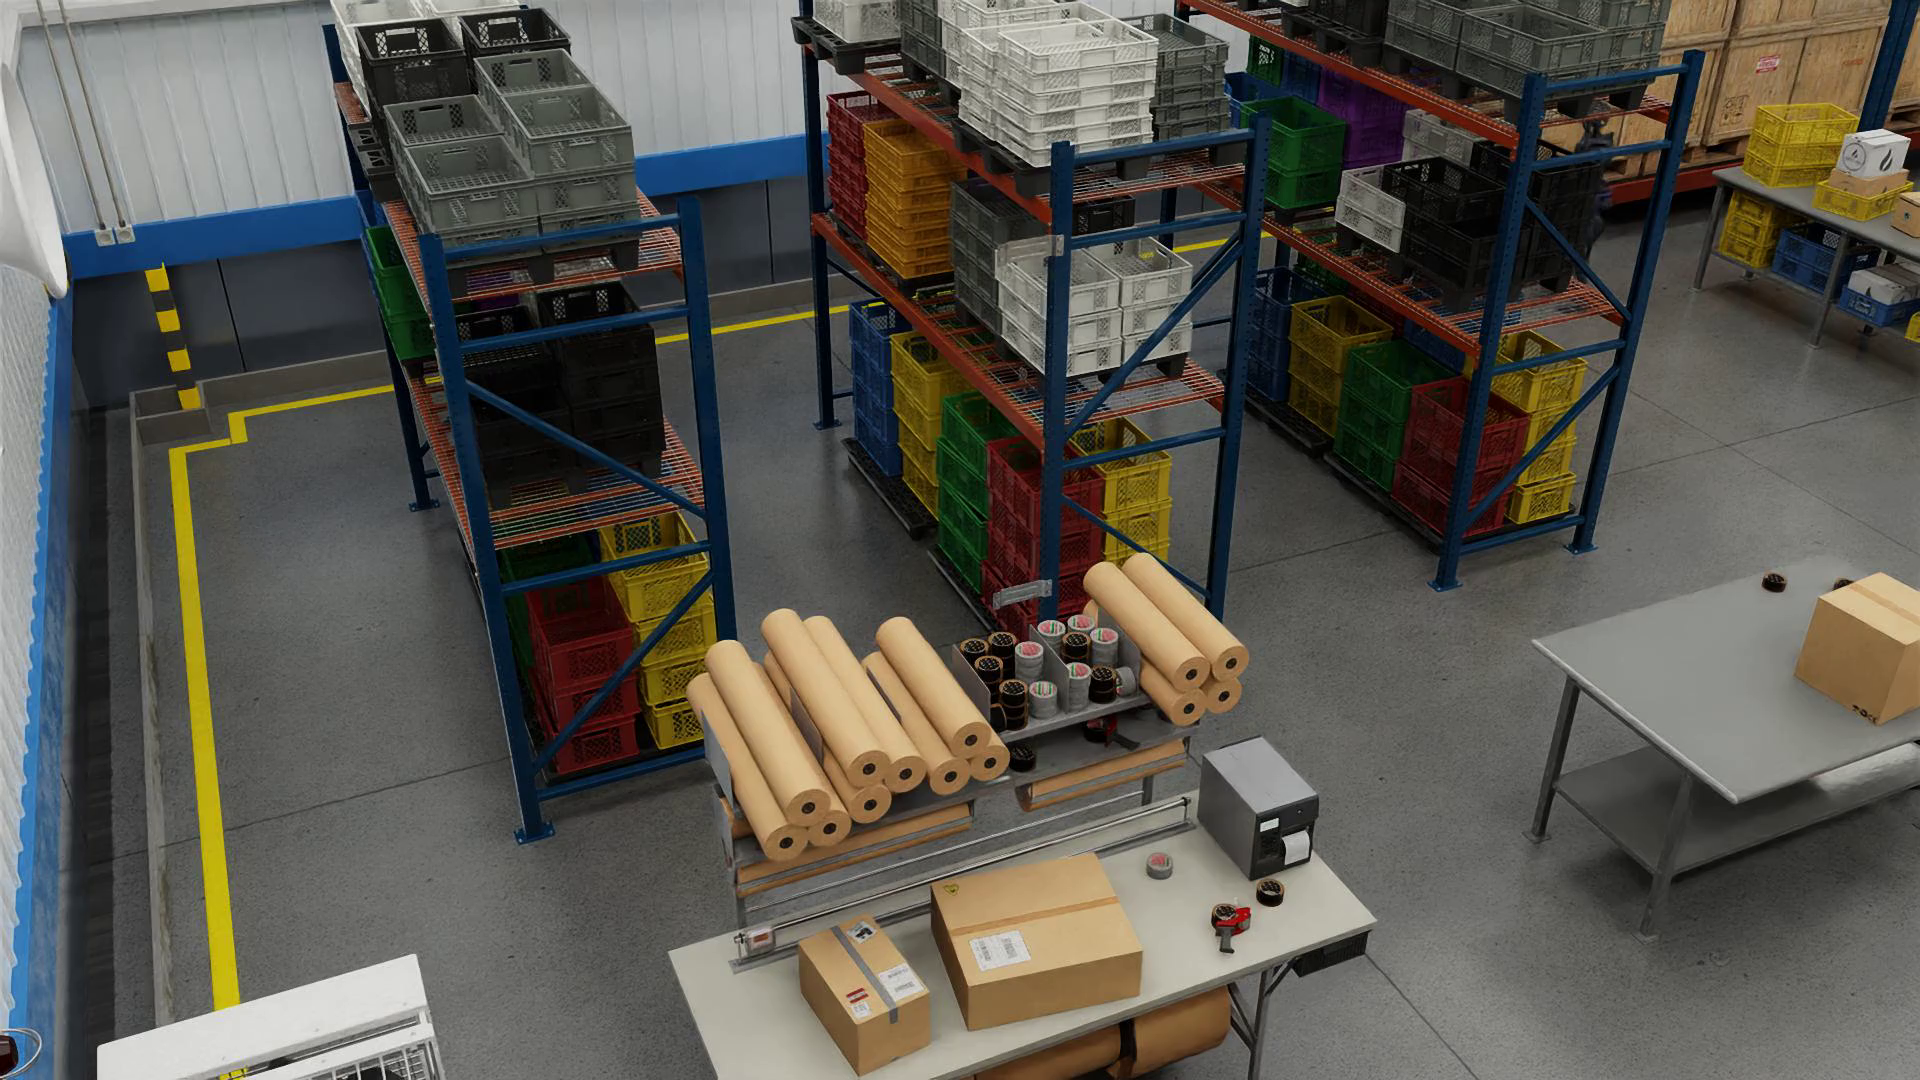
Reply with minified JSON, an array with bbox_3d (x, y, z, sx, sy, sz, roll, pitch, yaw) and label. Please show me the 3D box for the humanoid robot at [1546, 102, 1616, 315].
[{"bbox_3d":[4.807,-2.529,12.742,0.348,1.645,0.669,3,32,4],"label":"humanoid robot"}]
